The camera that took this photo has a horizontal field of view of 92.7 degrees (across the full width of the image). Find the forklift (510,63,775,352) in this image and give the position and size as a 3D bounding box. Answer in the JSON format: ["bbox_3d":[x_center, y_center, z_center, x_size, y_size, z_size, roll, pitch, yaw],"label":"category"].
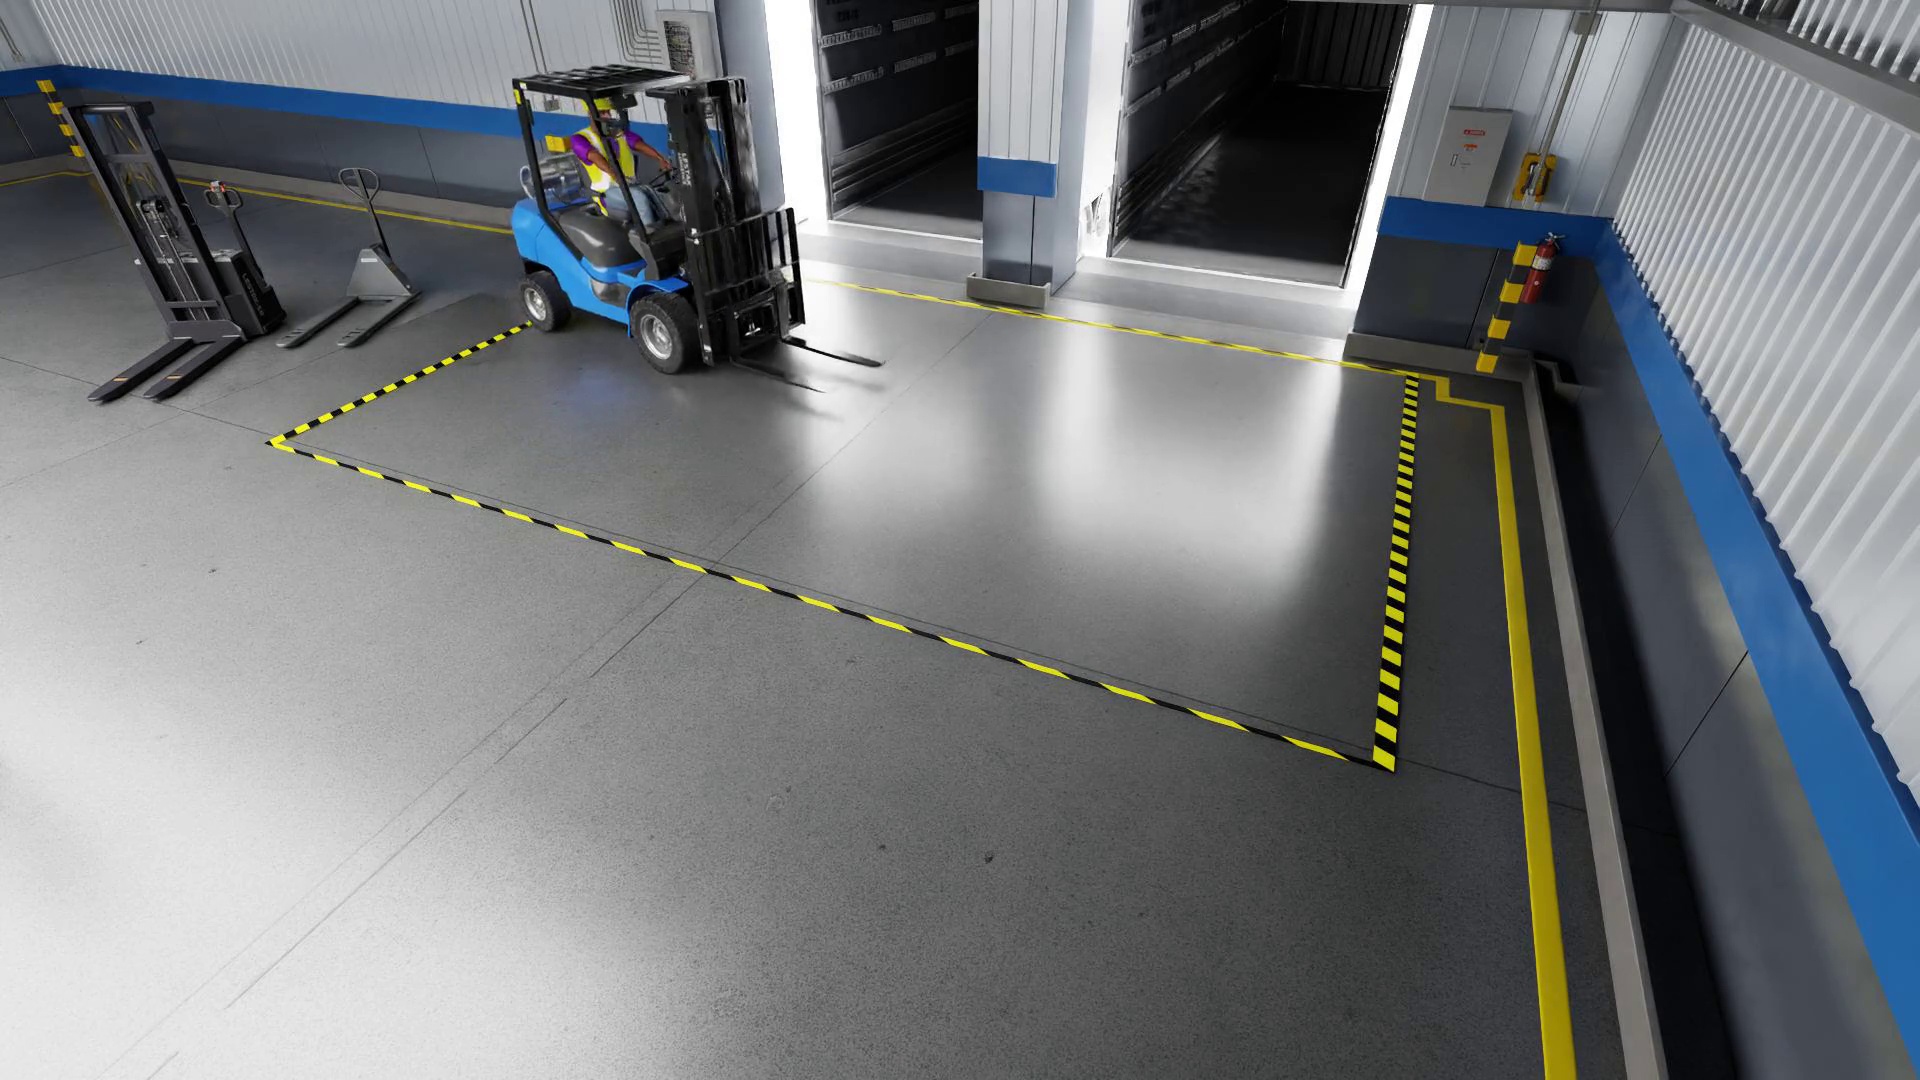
[{"bbox_3d":[-2.787,-2.916,7.880,2.680,2.036,1.157,22,40,28],"label":"forklift"}]

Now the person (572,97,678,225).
[{"bbox_3d":[-2.743,-3.046,7.740,1.004,1.293,0.635,22,40,28],"label":"person"}]

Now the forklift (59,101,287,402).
[{"bbox_3d":[-6.686,-2.387,7.434,0.823,1.965,1.885,-3,35,-5],"label":"forklift"}]

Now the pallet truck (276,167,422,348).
[{"bbox_3d":[-5.732,-2.611,8.414,0.680,1.201,1.601,-1,35,-1],"label":"pallet truck"}]
